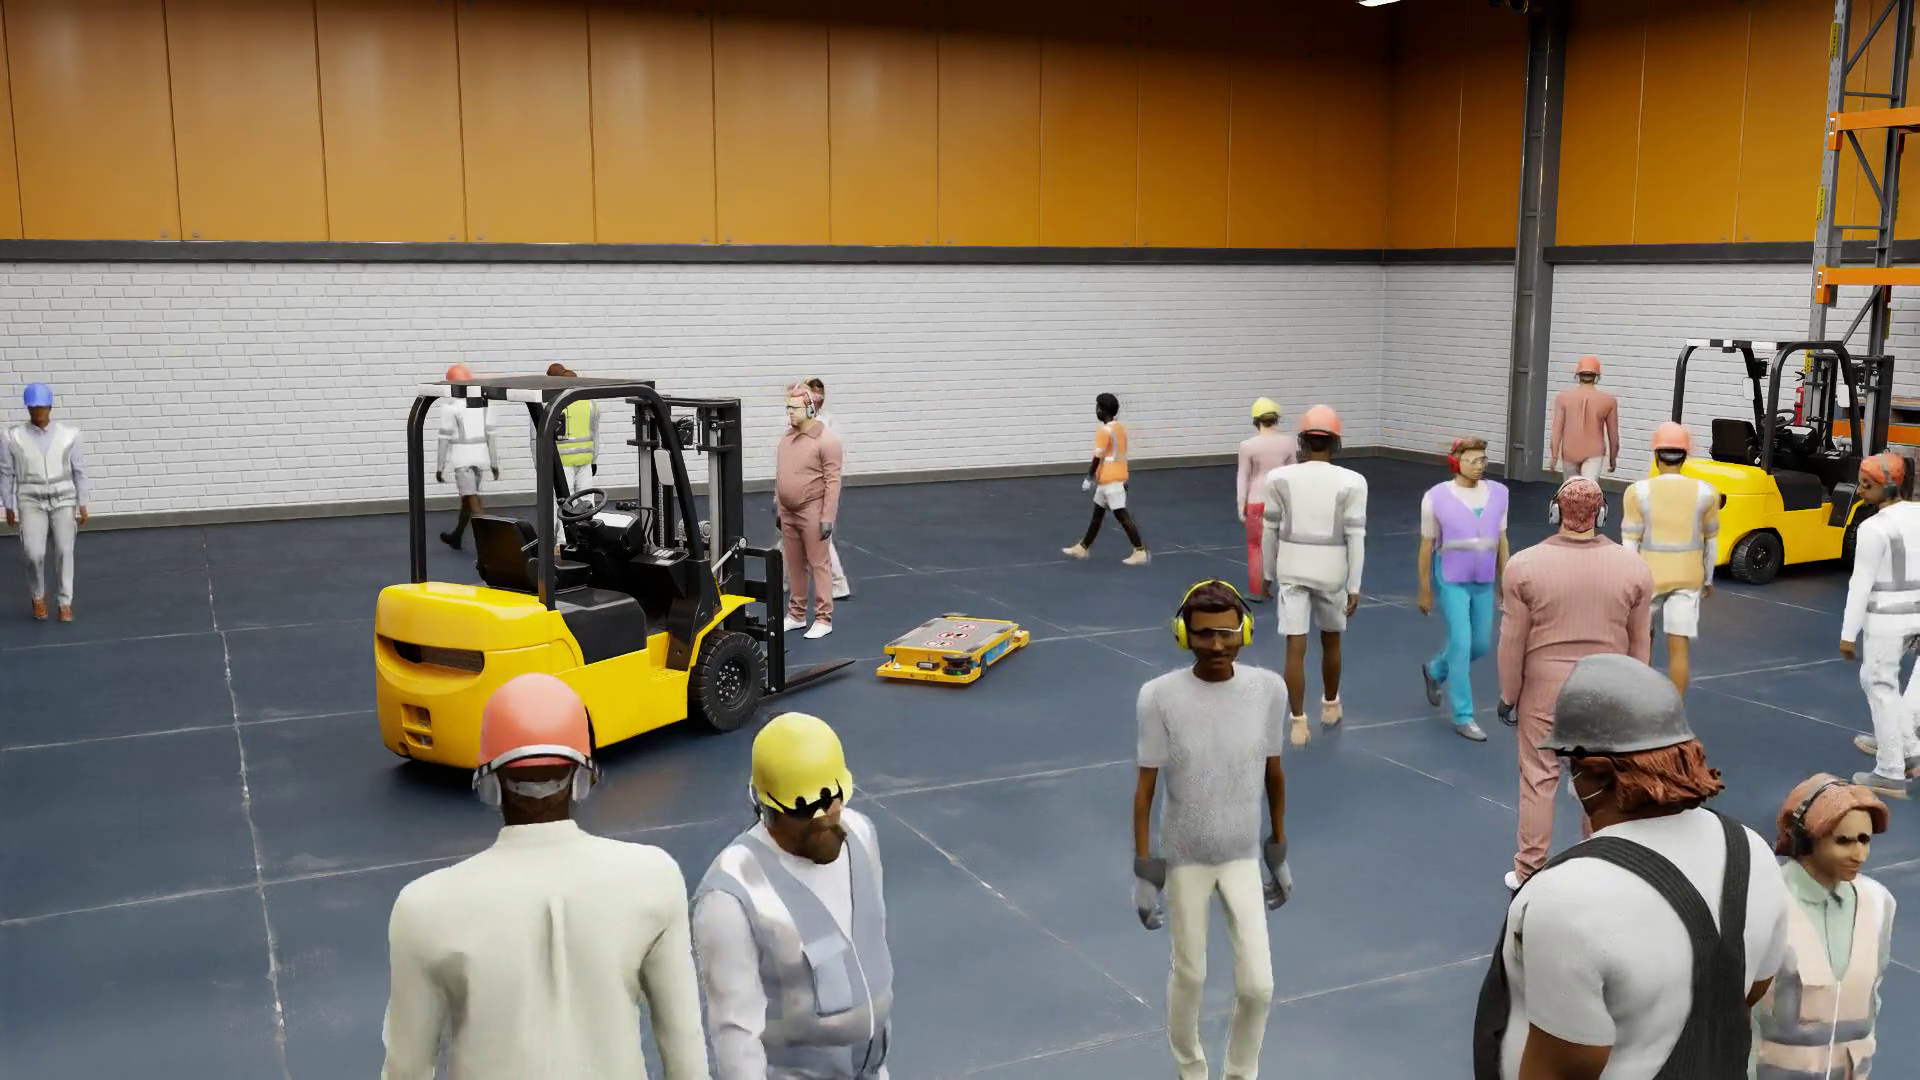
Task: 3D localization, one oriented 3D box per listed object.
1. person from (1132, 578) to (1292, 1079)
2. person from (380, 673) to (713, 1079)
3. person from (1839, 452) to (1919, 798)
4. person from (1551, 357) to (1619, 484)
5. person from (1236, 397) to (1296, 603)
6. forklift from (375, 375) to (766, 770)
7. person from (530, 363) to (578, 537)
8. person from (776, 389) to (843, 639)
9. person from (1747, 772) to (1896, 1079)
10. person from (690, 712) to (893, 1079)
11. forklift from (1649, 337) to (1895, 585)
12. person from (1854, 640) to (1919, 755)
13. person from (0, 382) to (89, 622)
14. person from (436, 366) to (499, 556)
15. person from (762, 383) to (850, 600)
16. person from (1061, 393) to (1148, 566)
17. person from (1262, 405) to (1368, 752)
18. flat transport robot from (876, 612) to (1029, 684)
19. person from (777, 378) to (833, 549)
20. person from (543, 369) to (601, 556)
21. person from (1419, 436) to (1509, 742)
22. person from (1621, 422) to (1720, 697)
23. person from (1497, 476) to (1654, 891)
[{"bbox_3d":[0.818,1.043,5.242,0.554,1.836,0.621,-1,9,-5],"label":"person"},{"bbox_3d":[-0.860,1.257,3.483,0.640,1.973,0.456,-5,10,-28],"label":"person"},{"bbox_3d":[4.905,0.453,8.826,0.624,1.857,0.405,-5,11,-30],"label":"person"},{"bbox_3d":[6.337,-0.878,16.861,0.646,1.939,1.045,4,10,22],"label":"person"},{"bbox_3d":[2.578,-0.315,13.921,0.540,1.751,0.530,-2,9,-10],"label":"person"},{"bbox_3d":[-2.268,0.149,9.685,1.214,2.155,2.313,6,11,32],"label":"forklift"},{"bbox_3d":[-4.222,-0.949,17.586,0.627,1.845,0.429,-2,9,-14],"label":"person"},{"bbox_3d":[-1.202,-0.202,12.749,0.636,1.911,0.406,9,12,43],"label":"person"},{"bbox_3d":[2.027,1.334,4.134,0.502,1.606,0.733,-2,9,-11],"label":"person"},{"bbox_3d":[-0.319,1.274,3.921,0.548,1.802,0.612,7,11,35],"label":"person"},{"bbox_3d":[7.551,-0.789,15.507,2.313,2.155,1.214,-4,10,-25],"label":"forklift"},{"bbox_3d":[5.506,0.413,9.170,0.598,1.846,0.984,-5,10,-28],"label":"person"},{"bbox_3d":[-7.253,-0.292,13.212,0.611,1.933,0.438,-6,11,-34],"label":"person"},{"bbox_3d":[-4.899,-0.778,16.435,1.016,1.871,0.552,7,12,37],"label":"person"},{"bbox_3d":[-1.361,-0.410,14.205,0.991,1.853,0.666,3,10,16],"label":"person"},{"bbox_3d":[1.418,-0.579,15.903,0.913,1.641,0.545,4,10,21],"label":"person"},{"bbox_3d":[2.115,0.196,9.952,0.623,2.000,0.944,3,10,17],"label":"person"},{"bbox_3d":[-0.026,0.756,11.868,0.652,0.197,1.431,3,10,19],"label":"flat transport robot"},{"bbox_3d":[-1.399,-0.574,15.291,0.523,1.844,0.855,-7,12,-37],"label":"person"},{"bbox_3d":[-3.855,-0.762,16.434,0.626,1.844,0.429,-9,13,-43],"label":"person"},{"bbox_3d":[3.047,0.258,10.150,0.575,1.828,0.740,-3,10,-19],"label":"person"},{"bbox_3d":[4.303,0.226,10.150,0.565,1.886,0.994,3,10,17],"label":"person"},{"bbox_3d":[2.695,0.667,7.363,0.643,1.909,0.410,1,9,8],"label":"person"}]
